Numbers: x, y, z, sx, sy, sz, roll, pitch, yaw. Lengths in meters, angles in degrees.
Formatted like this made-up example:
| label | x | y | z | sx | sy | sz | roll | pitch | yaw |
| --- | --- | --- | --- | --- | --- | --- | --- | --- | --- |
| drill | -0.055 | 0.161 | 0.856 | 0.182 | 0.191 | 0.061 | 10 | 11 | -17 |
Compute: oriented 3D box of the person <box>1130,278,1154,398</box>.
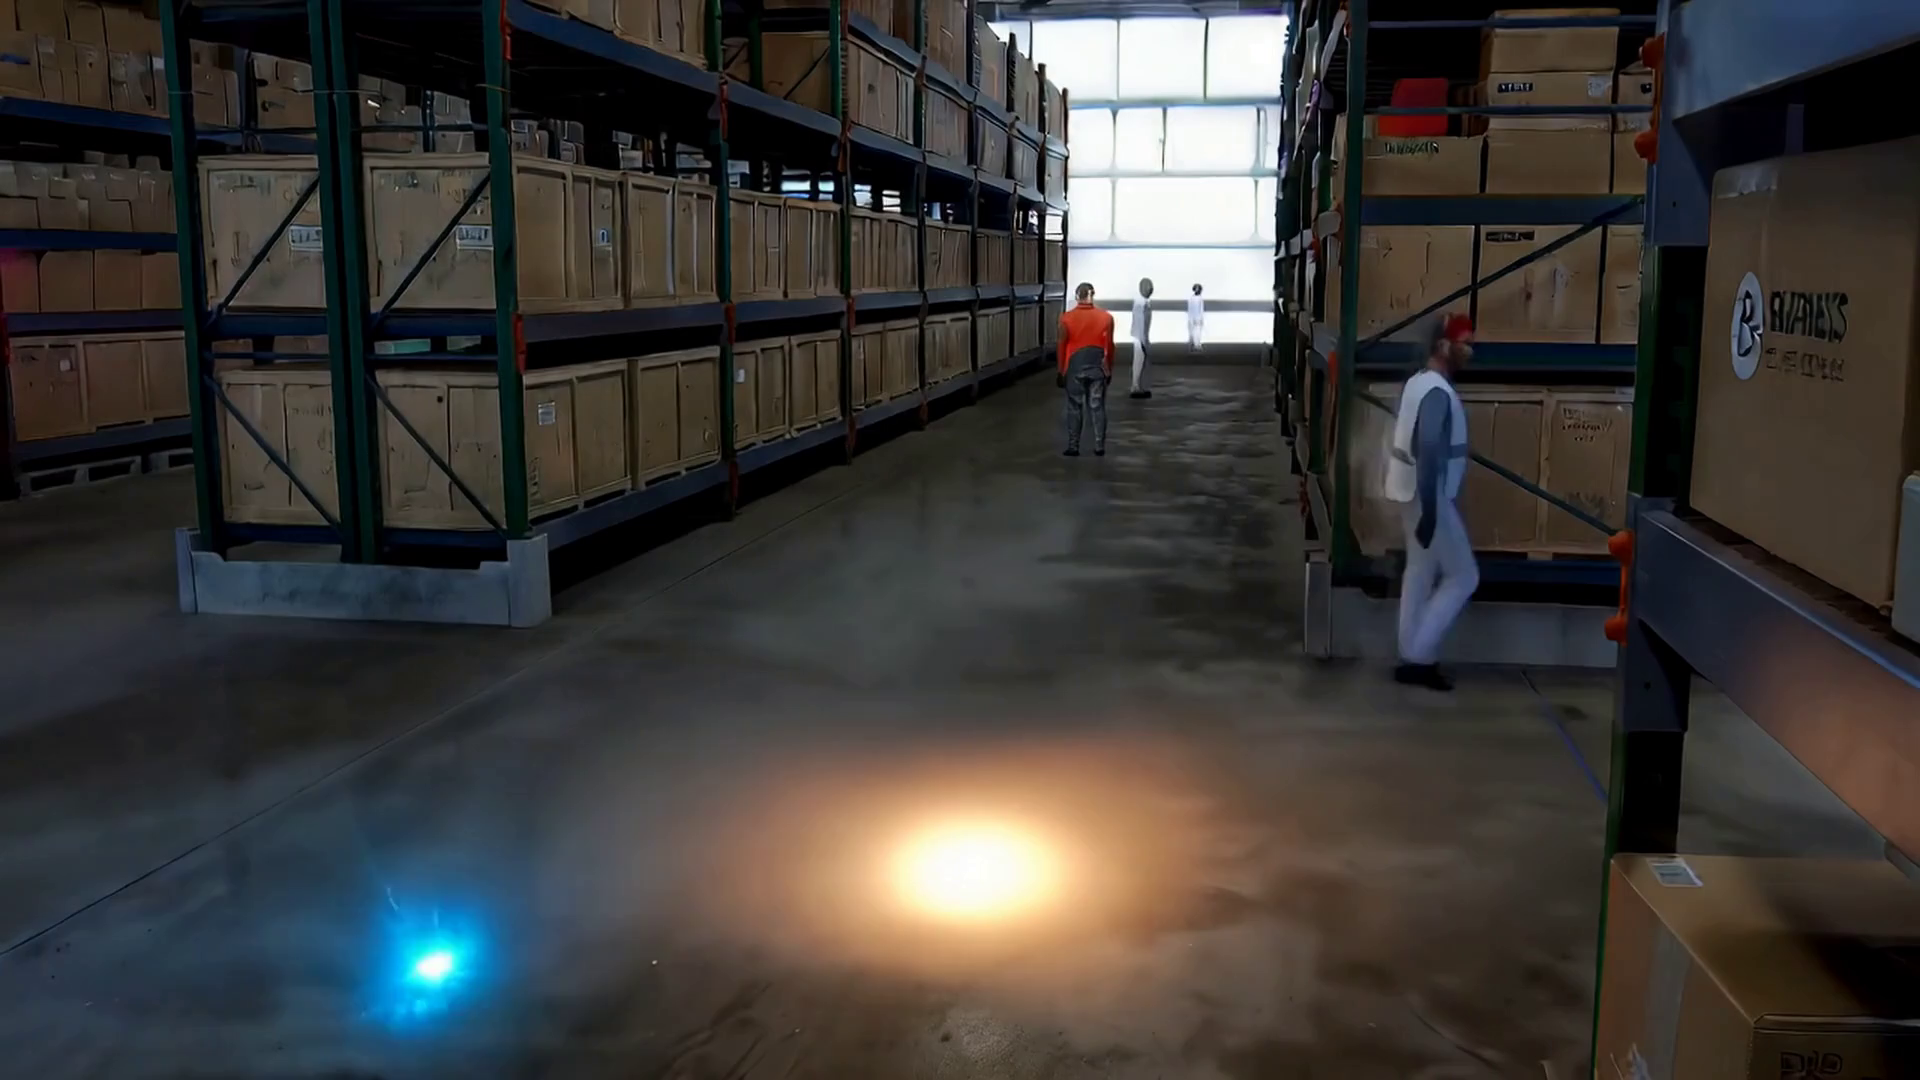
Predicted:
| label | x | y | z | sx | sy | sz | roll | pitch | yaw |
| --- | --- | --- | --- | --- | --- | --- | --- | --- | --- |
| person | 2.935 | -3.255 | 26.836 | 0.364 | 1.932 | 0.634 | 2 | 9 | 11 |

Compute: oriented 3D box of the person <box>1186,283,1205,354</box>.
| label | x | y | z | sx | sy | sz | roll | pitch | yaw |
| --- | --- | --- | --- | --- | --- | --- | --- | --- | --- |
| person | 5.858 | -5.491 | 41.232 | 0.322 | 1.753 | 0.562 | -7 | 12 | -37 |

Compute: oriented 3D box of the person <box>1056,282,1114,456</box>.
| label | x | y | z | sx | sy | sz | roll | pitch | yaw |
| --- | --- | --- | --- | --- | --- | --- | --- | --- | --- |
| person | 1.362 | -1.871 | 18.311 | 0.642 | 1.909 | 0.399 | -2 | 9 | -10 |

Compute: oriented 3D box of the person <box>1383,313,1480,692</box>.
| label | x | y | z | sx | sy | sz | roll | pitch | yaw |
| --- | --- | --- | --- | --- | --- | --- | --- | --- | --- |
| person | 2.284 | -0.173 | 8.026 | 0.461 | 1.829 | 0.563 | 1 | 9 | 7 |
